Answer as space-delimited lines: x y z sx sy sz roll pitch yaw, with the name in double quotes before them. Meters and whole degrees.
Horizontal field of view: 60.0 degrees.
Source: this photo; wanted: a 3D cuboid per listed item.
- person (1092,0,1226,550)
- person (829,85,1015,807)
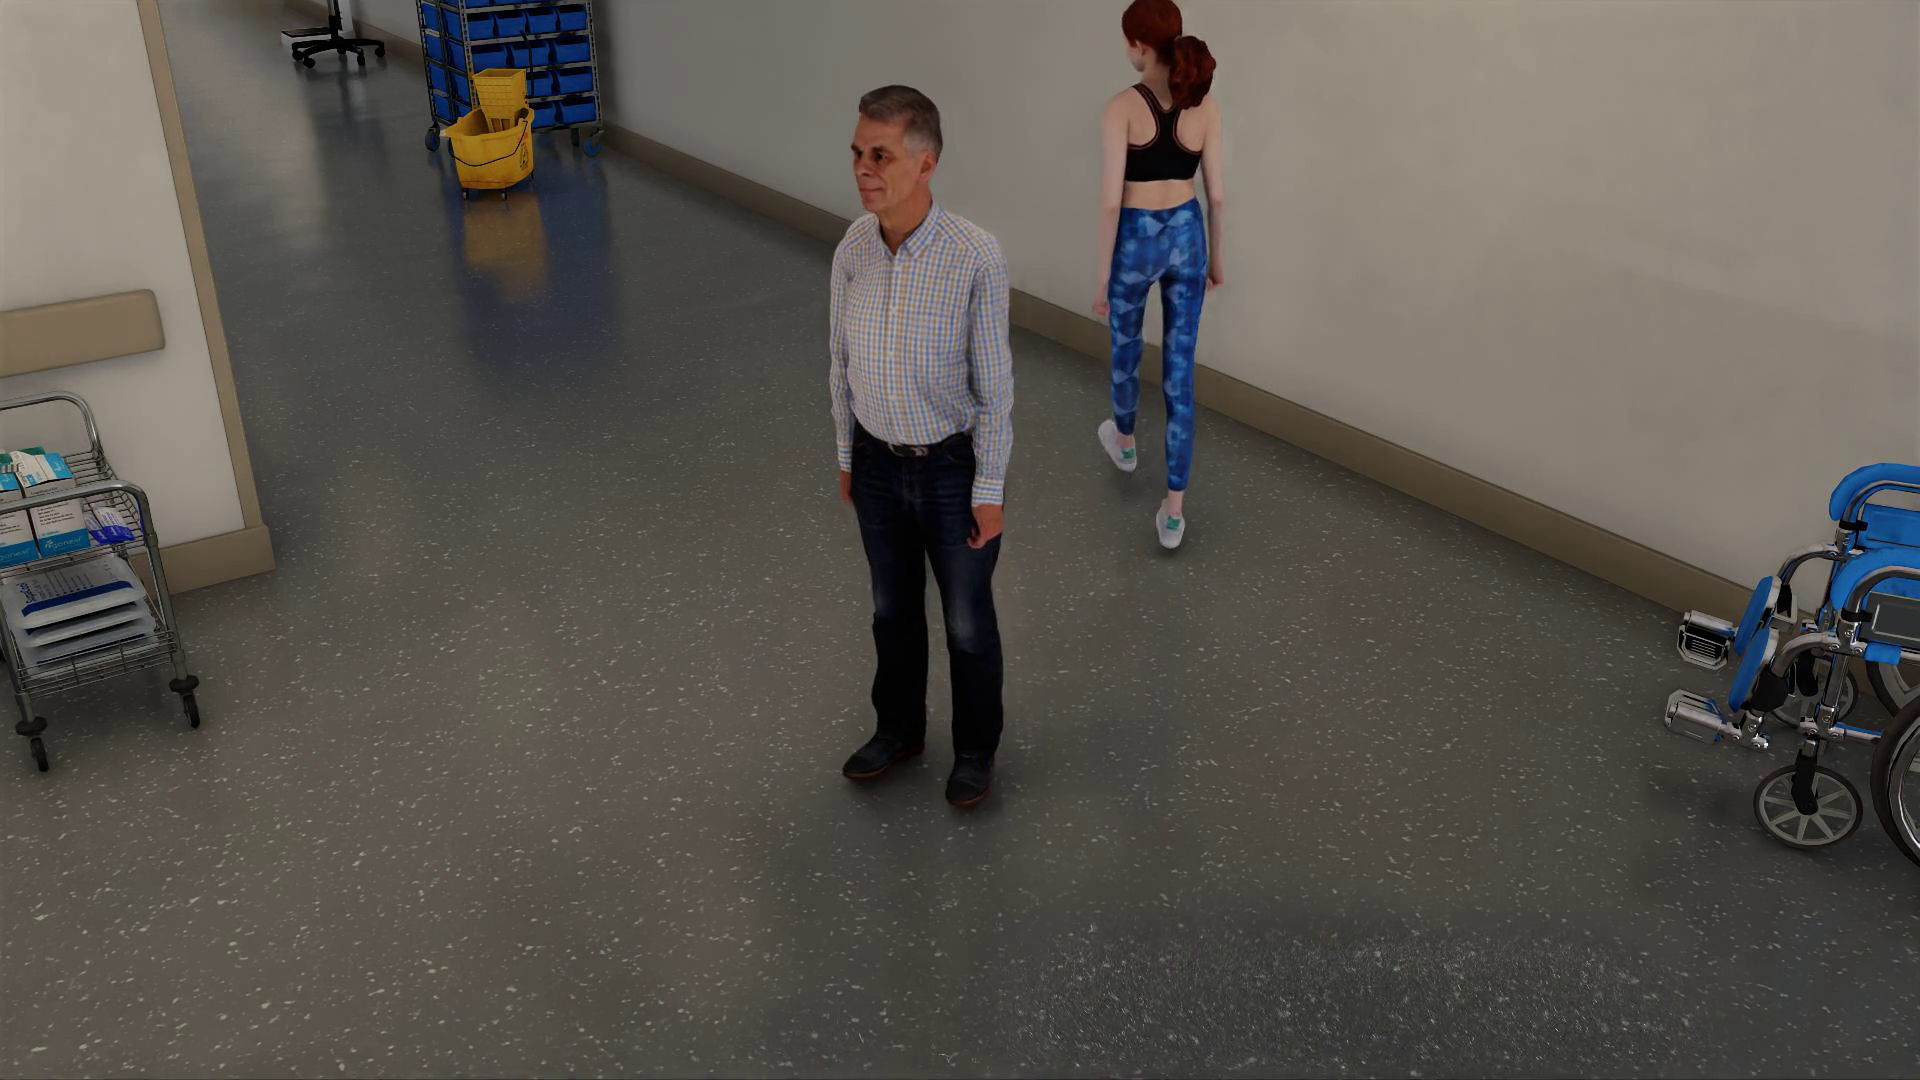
"person" 0.655 -0.818 5.424 1.144 1.744 1.049 -2 26 -4
"person" -0.069 -0.194 4.048 0.746 1.815 0.734 12 28 23
